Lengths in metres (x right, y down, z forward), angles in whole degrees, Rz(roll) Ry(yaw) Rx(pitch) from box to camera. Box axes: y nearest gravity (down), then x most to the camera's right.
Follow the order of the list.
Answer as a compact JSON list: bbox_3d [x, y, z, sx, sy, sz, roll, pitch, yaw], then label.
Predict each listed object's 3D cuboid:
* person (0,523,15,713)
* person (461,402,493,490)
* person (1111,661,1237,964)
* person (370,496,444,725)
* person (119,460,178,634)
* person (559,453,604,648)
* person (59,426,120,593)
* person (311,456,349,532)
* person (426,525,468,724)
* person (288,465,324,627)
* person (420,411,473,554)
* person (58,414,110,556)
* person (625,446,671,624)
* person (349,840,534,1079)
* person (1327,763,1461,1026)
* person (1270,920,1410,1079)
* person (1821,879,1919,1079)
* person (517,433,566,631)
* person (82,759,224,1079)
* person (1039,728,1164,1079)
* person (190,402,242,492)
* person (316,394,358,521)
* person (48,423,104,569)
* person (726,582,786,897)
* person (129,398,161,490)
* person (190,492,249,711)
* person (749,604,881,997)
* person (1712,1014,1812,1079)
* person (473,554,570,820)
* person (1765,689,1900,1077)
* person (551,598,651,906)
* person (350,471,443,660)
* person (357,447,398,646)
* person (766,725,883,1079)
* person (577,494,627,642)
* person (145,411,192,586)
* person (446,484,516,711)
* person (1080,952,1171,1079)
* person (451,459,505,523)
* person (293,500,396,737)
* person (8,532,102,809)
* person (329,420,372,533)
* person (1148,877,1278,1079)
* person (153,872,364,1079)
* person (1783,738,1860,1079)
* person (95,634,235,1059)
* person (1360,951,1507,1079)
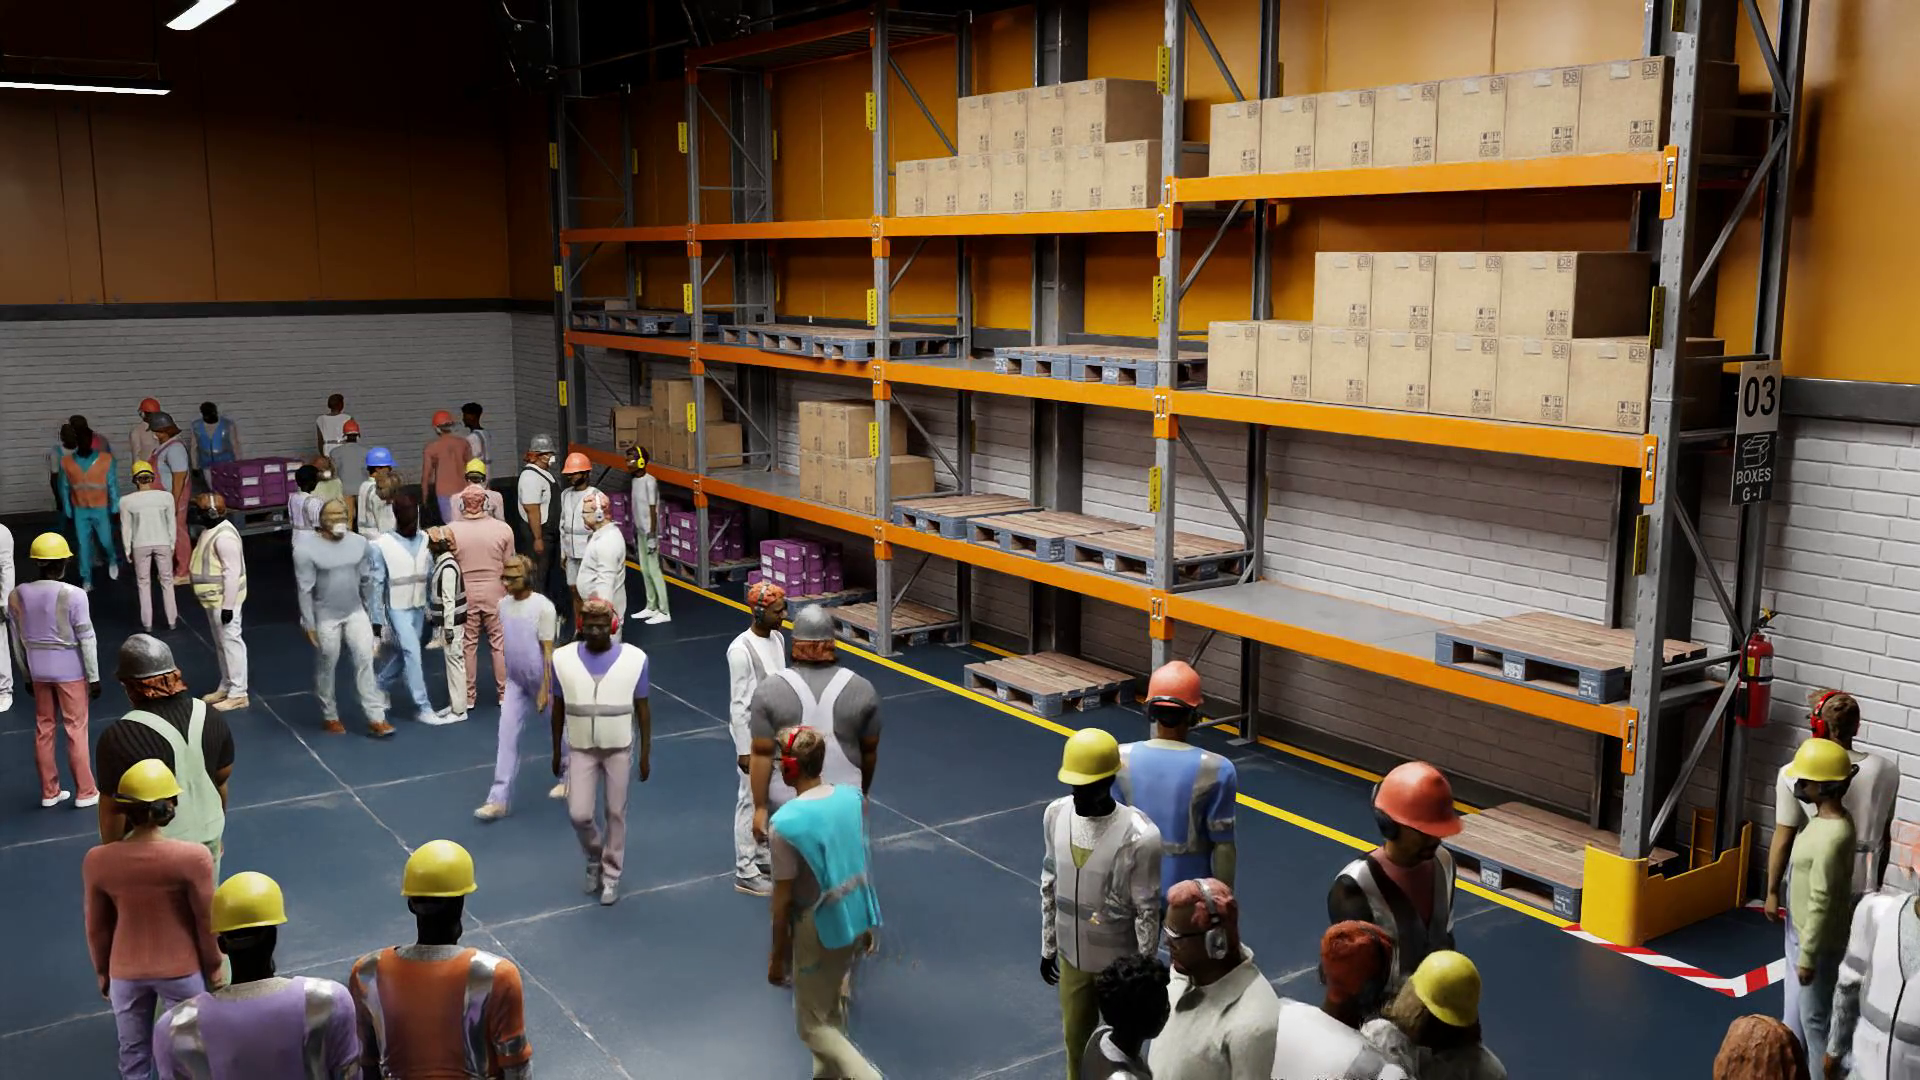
[{"bbox_3d":[-8.221,0.503,13.859,0.641,1.908,0.407,0,10,-3],"label":"person"},{"bbox_3d":[-6.153,-0.778,21.204,0.361,1.963,0.616,0,10,-2],"label":"person"},{"bbox_3d":[0.931,1.542,7.399,0.610,2.035,0.409,4,10,21],"label":"person"},{"bbox_3d":[-4.597,0.553,13.669,0.874,1.886,0.594,6,11,31],"label":"person"},{"bbox_3d":[-8.223,0.069,16.882,0.515,1.752,0.374,-6,12,-33],"label":"person"},{"bbox_3d":[-3.640,0.122,16.001,0.551,1.937,0.357,5,11,27],"label":"person"},{"bbox_3d":[-9.942,-0.373,19.041,0.600,1.896,0.645,-3,10,-17],"label":"person"},{"bbox_3d":[-7.207,-0.170,18.682,0.642,1.601,0.511,5,11,28],"label":"person"},{"bbox_3d":[-4.184,0.683,13.614,0.313,1.634,0.514,-4,10,-20],"label":"person"},{"bbox_3d":[-6.634,0.076,16.986,0.533,1.696,0.318,8,12,39],"label":"person"},{"bbox_3d":[-6.255,-0.603,20.232,0.625,1.936,1.021,-9,13,-44],"label":"person"},{"bbox_3d":[-11.048,-0.678,21.024,0.487,1.824,0.634,9,13,42],"label":"person"},{"bbox_3d":[-3.275,-0.056,17.318,0.367,1.856,0.532,-7,12,-34],"label":"person"},{"bbox_3d":[-1.676,1.924,5.474,0.586,1.923,0.371,1,10,4],"label":"person"},{"bbox_3d":[1.592,1.780,6.025,0.610,2.030,0.409,-7,12,-35],"label":"person"},{"bbox_3d":[1.072,2.039,4.932,0.435,1.877,0.618,-6,11,-32],"label":"person"},{"bbox_3d":[3.281,1.876,5.874,0.355,1.901,0.723,-6,11,-31],"label":"person"},{"bbox_3d":[-4.223,-0.090,16.948,0.535,2.000,0.681,-1,10,-6],"label":"person"},{"bbox_3d":[-3.294,1.769,6.844,0.526,1.765,0.329,-1,10,-5],"label":"person"},{"bbox_3d":[0.556,1.696,6.825,0.586,1.920,0.398,9,13,42],"label":"person"},{"bbox_3d":[-10.469,-1.066,23.446,0.664,1.790,0.979,-2,10,-10],"label":"person"},{"bbox_3d":[-8.919,-1.171,23.856,0.563,1.847,0.389,1,10,5],"label":"person"},{"bbox_3d":[-10.908,-0.546,20.380,0.984,1.791,0.519,7,12,35],"label":"person"},{"bbox_3d":[-1.187,1.179,9.983,0.362,1.878,0.585,4,10,20],"label":"person"},{"bbox_3d":[-10.440,-0.843,21.507,0.392,1.991,0.612,1,10,8],"label":"person"},{"bbox_3d":[-6.231,0.512,13.999,0.430,1.844,0.624,-7,12,-34],"label":"person"},{"bbox_3d":[-0.770,1.305,8.757,0.714,2.000,1.078,-2,10,-13],"label":"person"},{"bbox_3d":[2.305,2.171,4.865,0.498,1.634,0.280,-5,11,-26],"label":"person"},{"bbox_3d":[-2.963,0.979,11.401,0.532,1.800,0.962,4,11,24],"label":"person"},{"bbox_3d":[3.987,1.602,7.622,0.564,1.837,0.384,-1,10,-4],"label":"person"},{"bbox_3d":[-2.105,1.235,9.767,0.598,1.830,0.451,-1,10,-6],"label":"person"},{"bbox_3d":[-5.330,0.226,15.842,0.520,1.793,1.002,6,12,33],"label":"person"},{"bbox_3d":[-5.694,0.058,16.352,0.404,1.945,0.615,-7,12,-34],"label":"person"},{"bbox_3d":[-0.502,1.705,7.106,0.694,1.812,0.578,6,11,31],"label":"person"},{"bbox_3d":[-2.915,0.561,13.562,0.398,1.898,0.645,-2,10,-11],"label":"person"},{"bbox_3d":[-9.213,-0.493,19.314,0.535,2.000,0.674,-6,11,-32],"label":"person"},{"bbox_3d":[-4.034,0.483,13.978,0.643,1.908,0.410,-3,10,-15],"label":"person"},{"bbox_3d":[0.486,2.091,5.168,0.322,1.690,0.537,-1,10,-4],"label":"person"},{"bbox_3d":[-4.889,0.055,16.905,0.533,1.767,0.326,-4,10,-21],"label":"person"},{"bbox_3d":[-4.825,0.646,13.033,0.653,1.904,0.907,-9,13,-43],"label":"person"},{"bbox_3d":[-6.197,0.904,11.445,0.587,1.928,0.362,1,10,6],"label":"person"},{"bbox_3d":[-7.641,-0.639,21.003,0.573,1.751,0.330,-2,10,-13],"label":"person"},{"bbox_3d":[0.771,1.978,5.247,0.403,1.897,0.654,-3,10,-17],"label":"person"},{"bbox_3d":[-2.157,1.973,5.199,0.584,1.917,0.384,-4,10,-22],"label":"person"},{"bbox_3d":[3.682,1.714,7.180,0.339,1.762,0.526,5,11,28],"label":"person"},{"bbox_3d":[-3.848,1.435,7.997,0.537,2.000,0.684,4,11,24],"label":"person"},{"bbox_3d":[1.435,2.070,5.241,0.506,1.704,0.454,3,10,17],"label":"person"}]
